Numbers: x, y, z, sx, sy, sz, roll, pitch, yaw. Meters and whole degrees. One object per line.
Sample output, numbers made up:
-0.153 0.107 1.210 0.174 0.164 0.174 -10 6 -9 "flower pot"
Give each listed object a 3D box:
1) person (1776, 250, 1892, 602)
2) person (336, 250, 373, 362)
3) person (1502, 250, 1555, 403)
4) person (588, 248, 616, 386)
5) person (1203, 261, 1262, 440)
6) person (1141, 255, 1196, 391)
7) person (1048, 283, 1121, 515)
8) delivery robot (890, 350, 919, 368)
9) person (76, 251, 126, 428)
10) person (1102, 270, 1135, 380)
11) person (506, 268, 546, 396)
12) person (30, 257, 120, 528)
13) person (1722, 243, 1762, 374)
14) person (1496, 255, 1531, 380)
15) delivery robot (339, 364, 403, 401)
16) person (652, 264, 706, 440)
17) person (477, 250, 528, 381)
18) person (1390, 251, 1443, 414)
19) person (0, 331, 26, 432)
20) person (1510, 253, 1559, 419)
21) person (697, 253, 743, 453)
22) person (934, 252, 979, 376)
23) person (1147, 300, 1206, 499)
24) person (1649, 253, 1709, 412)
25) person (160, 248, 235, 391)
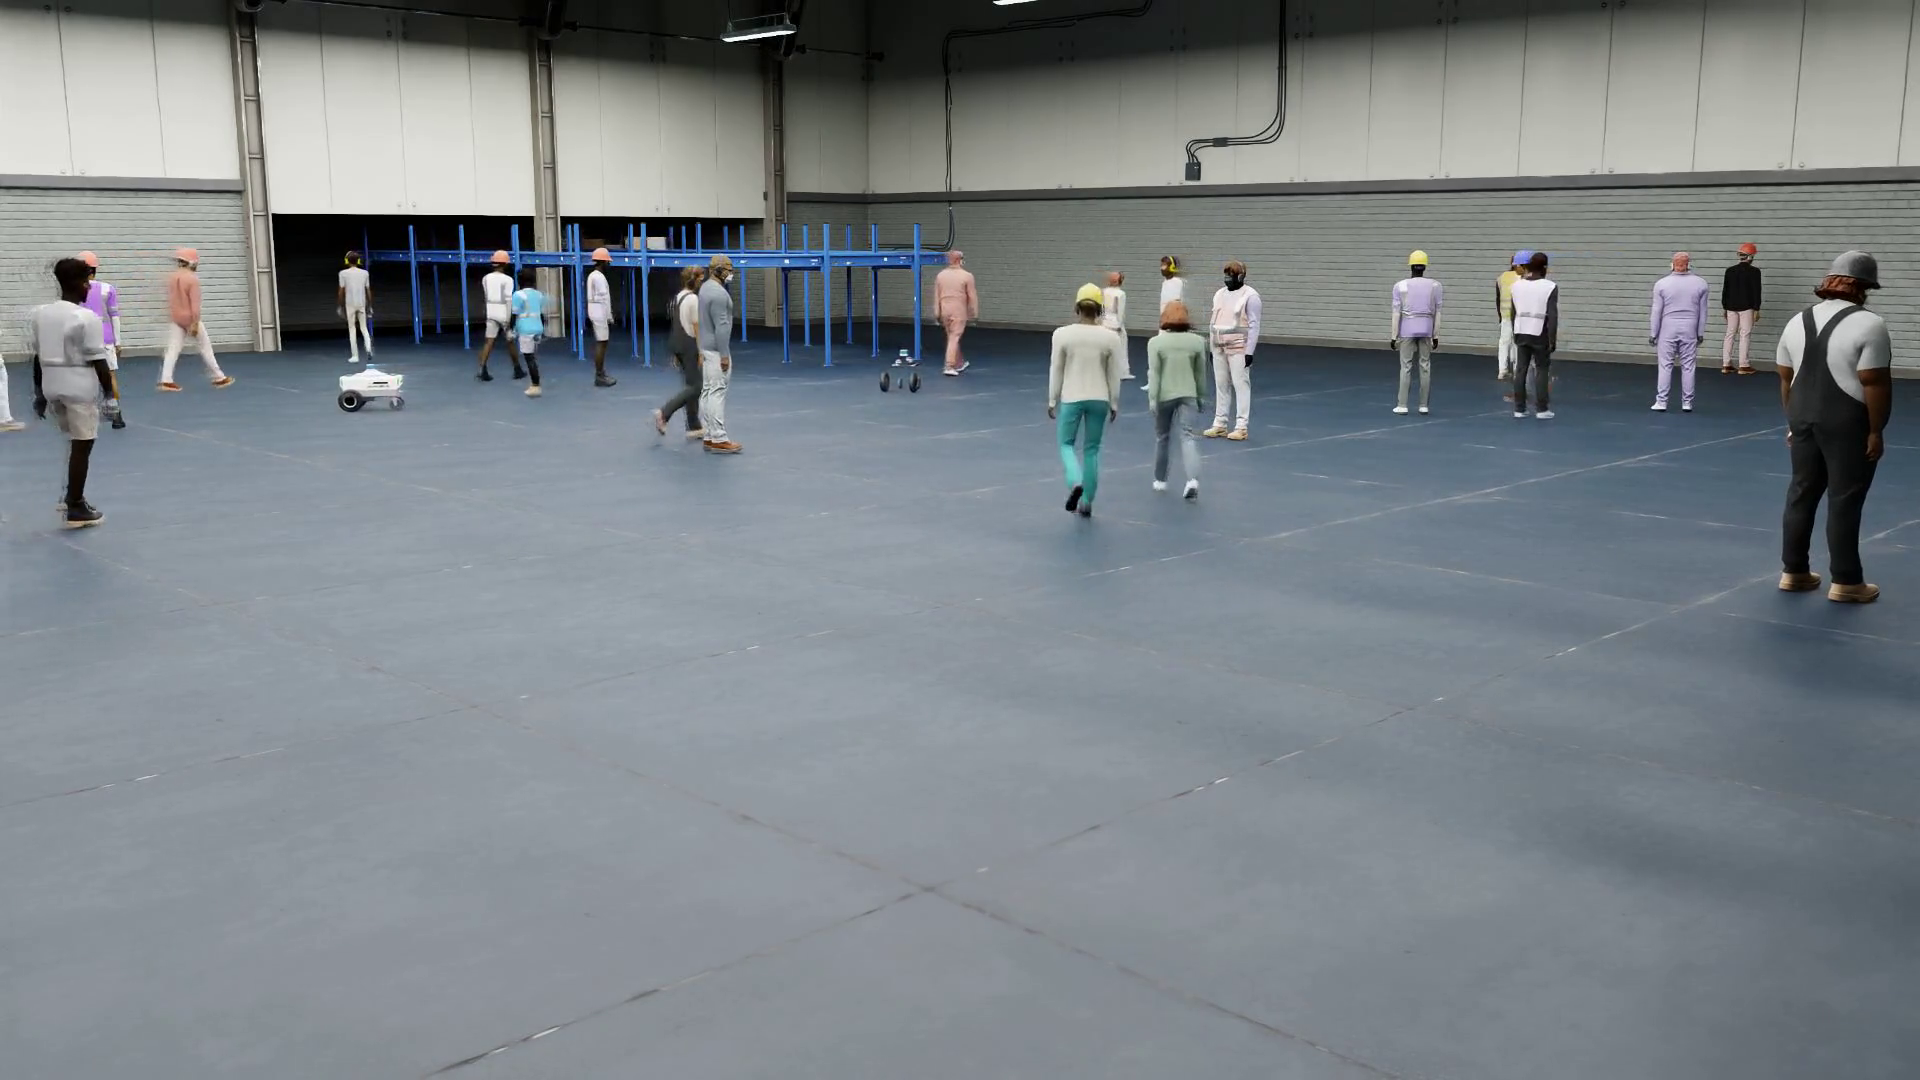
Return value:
5.179 -0.667 9.779 0.536 2.000 0.673 -4 11 -21 "person"
-10.119 -3.897 27.773 0.549 1.861 0.482 -8 13 -38 "person"
7.221 -2.695 21.060 0.592 1.925 0.614 2 11 10 "person"
-5.057 -3.154 23.514 0.373 1.935 0.558 -4 11 -22 "person"
2.832 -1.979 17.357 0.429 1.846 0.626 -8 13 -38 "person"
2.953 -2.980 22.842 0.852 1.847 0.521 -5 11 -24 "person"
0.941 -1.042 12.470 0.549 1.750 0.473 -1 10 -4 "person"
-0.776 -2.500 22.867 0.335 0.223 0.698 3 11 14 "delivery robot"
-9.507 -2.191 18.254 0.542 1.939 0.369 -5 11 -25 "person"
2.203 -3.131 24.283 0.821 1.608 0.508 -8 13 -36 "person"
-5.738 -2.743 21.977 0.540 1.680 0.550 5 11 23 "person"
-6.441 -1.081 12.157 0.648 1.945 0.512 4 11 23 "person"
12.028 -3.562 25.576 0.386 1.992 0.624 -6 12 -30 "person"
8.174 -3.276 24.456 0.430 1.838 0.619 -6 12 -28 "person"
-7.185 -1.902 20.313 0.707 0.478 0.477 -2 11 -12 "delivery robot"
-2.863 -1.924 17.134 0.691 1.823 0.542 -7 12 -33 "person"
-6.757 -3.292 24.382 0.544 1.899 0.976 4 11 19 "person"
5.400 -2.457 19.736 0.588 1.927 0.370 0 10 -1 "person"
-10.624 -2.081 17.907 0.590 1.859 0.792 7 13 34 "person"
6.674 -2.374 19.357 0.465 1.908 0.608 -9 14 -41 "person"
-2.384 -1.834 16.330 0.379 1.932 0.629 -4 11 -22 "person"
-0.018 -3.444 25.321 0.668 1.850 0.991 7 12 32 "person"
1.768 -1.149 13.512 0.506 1.595 0.855 -1 10 -6 "person"
8.632 -2.496 20.024 0.637 1.902 0.406 2 11 9 "person"
-10.564 -3.018 22.785 0.626 1.941 1.046 5 12 27 "person"
